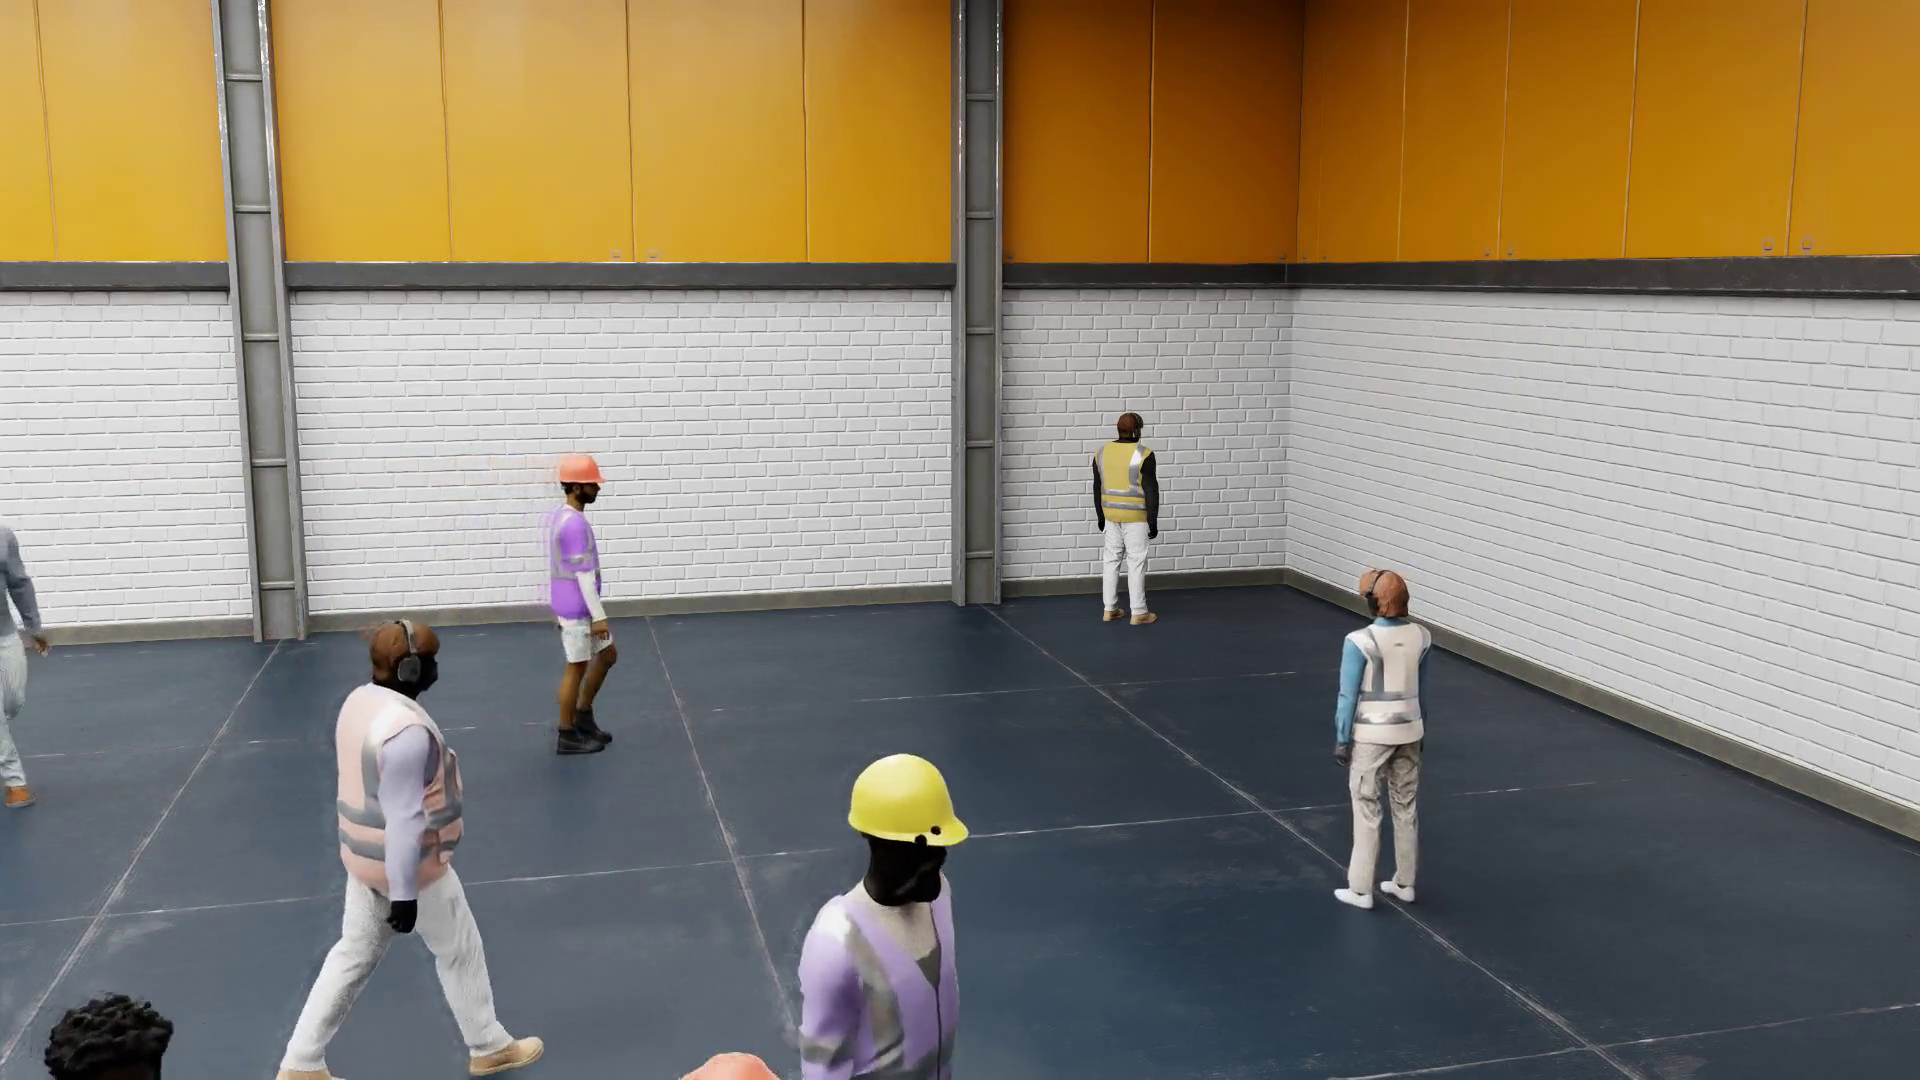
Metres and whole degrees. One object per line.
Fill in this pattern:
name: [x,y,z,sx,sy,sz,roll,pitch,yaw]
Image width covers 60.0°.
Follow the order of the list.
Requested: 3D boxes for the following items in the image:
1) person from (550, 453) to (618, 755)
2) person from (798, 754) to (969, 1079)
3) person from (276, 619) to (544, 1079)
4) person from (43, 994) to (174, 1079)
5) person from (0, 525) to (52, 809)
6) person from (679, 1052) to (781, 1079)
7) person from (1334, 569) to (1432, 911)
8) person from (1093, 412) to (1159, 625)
person: [-2.350,0.413,10.451,0.513,1.919,0.553,-2,9,-12]
person: [-0.251,1.432,4.132,0.754,1.909,0.597,5,10,26]
person: [-2.095,1.176,6.109,0.962,1.794,0.633,-7,12,-38]
person: [-1.615,1.675,3.276,0.338,1.682,0.595,4,10,23]
person: [-5.611,0.579,9.489,0.679,1.898,0.701,4,10,22]
person: [-0.296,1.674,2.233,0.624,2.025,0.414,3,10,20]
person: [2.031,0.955,7.975,0.516,1.626,0.325,-4,10,-25]
person: [1.463,-0.190,14.450,0.635,1.840,0.429,7,12,38]
